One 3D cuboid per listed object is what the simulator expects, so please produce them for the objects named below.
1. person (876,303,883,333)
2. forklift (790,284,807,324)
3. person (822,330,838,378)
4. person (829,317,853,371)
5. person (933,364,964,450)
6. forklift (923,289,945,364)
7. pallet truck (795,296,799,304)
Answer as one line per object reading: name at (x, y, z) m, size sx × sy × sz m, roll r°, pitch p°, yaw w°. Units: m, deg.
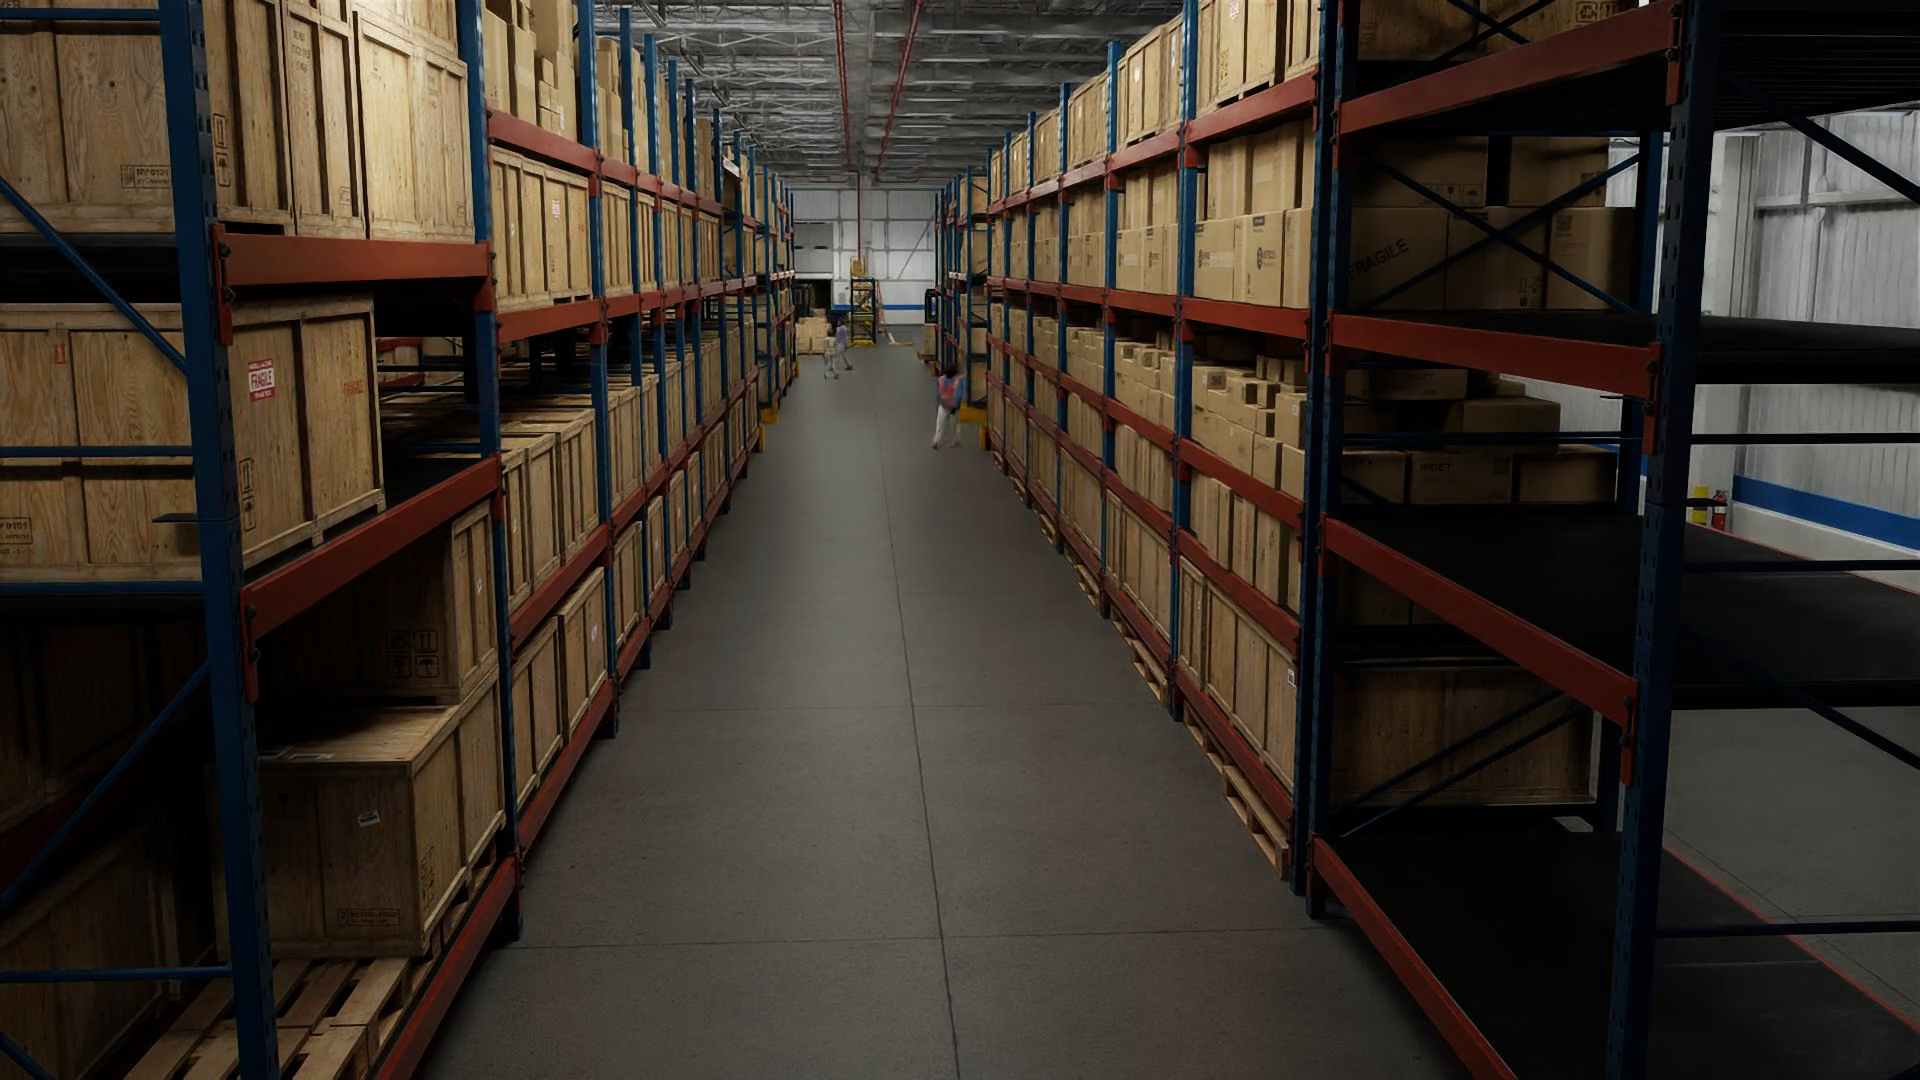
person at (-4.461, -11.995, 89.106) m, size 0.753 × 1.897 × 0.371 m, roll -2°, pitch 10°, yaw -14°
forklift at (-7.398, -10.152, 75.111) m, size 1.129 × 2.768 × 1.873 m, roll 2°, pitch 10°, yaw 11°
person at (-4.246, -6.107, 54.723) m, size 0.567 × 1.614 × 0.646 m, roll -6°, pitch 11°, yaw -30°
person at (-4.192, -6.900, 58.650) m, size 0.975 × 1.891 × 0.630 m, roll -4°, pitch 10°, yaw -23°
person at (-0.202, -2.735, 34.148) m, size 0.641 × 1.784 × 0.958 m, roll 4°, pitch 10°, yaw 21°
forklift at (-0.807, -8.115, 62.941) m, size 1.129 × 2.768 × 1.873 m, roll -1°, pitch 10°, yaw -3°
pallet truck at (-8.622, -12.439, 91.403) m, size 1.885 × 1.965 × 0.823 m, roll 2°, pitch 10°, yaw 13°
